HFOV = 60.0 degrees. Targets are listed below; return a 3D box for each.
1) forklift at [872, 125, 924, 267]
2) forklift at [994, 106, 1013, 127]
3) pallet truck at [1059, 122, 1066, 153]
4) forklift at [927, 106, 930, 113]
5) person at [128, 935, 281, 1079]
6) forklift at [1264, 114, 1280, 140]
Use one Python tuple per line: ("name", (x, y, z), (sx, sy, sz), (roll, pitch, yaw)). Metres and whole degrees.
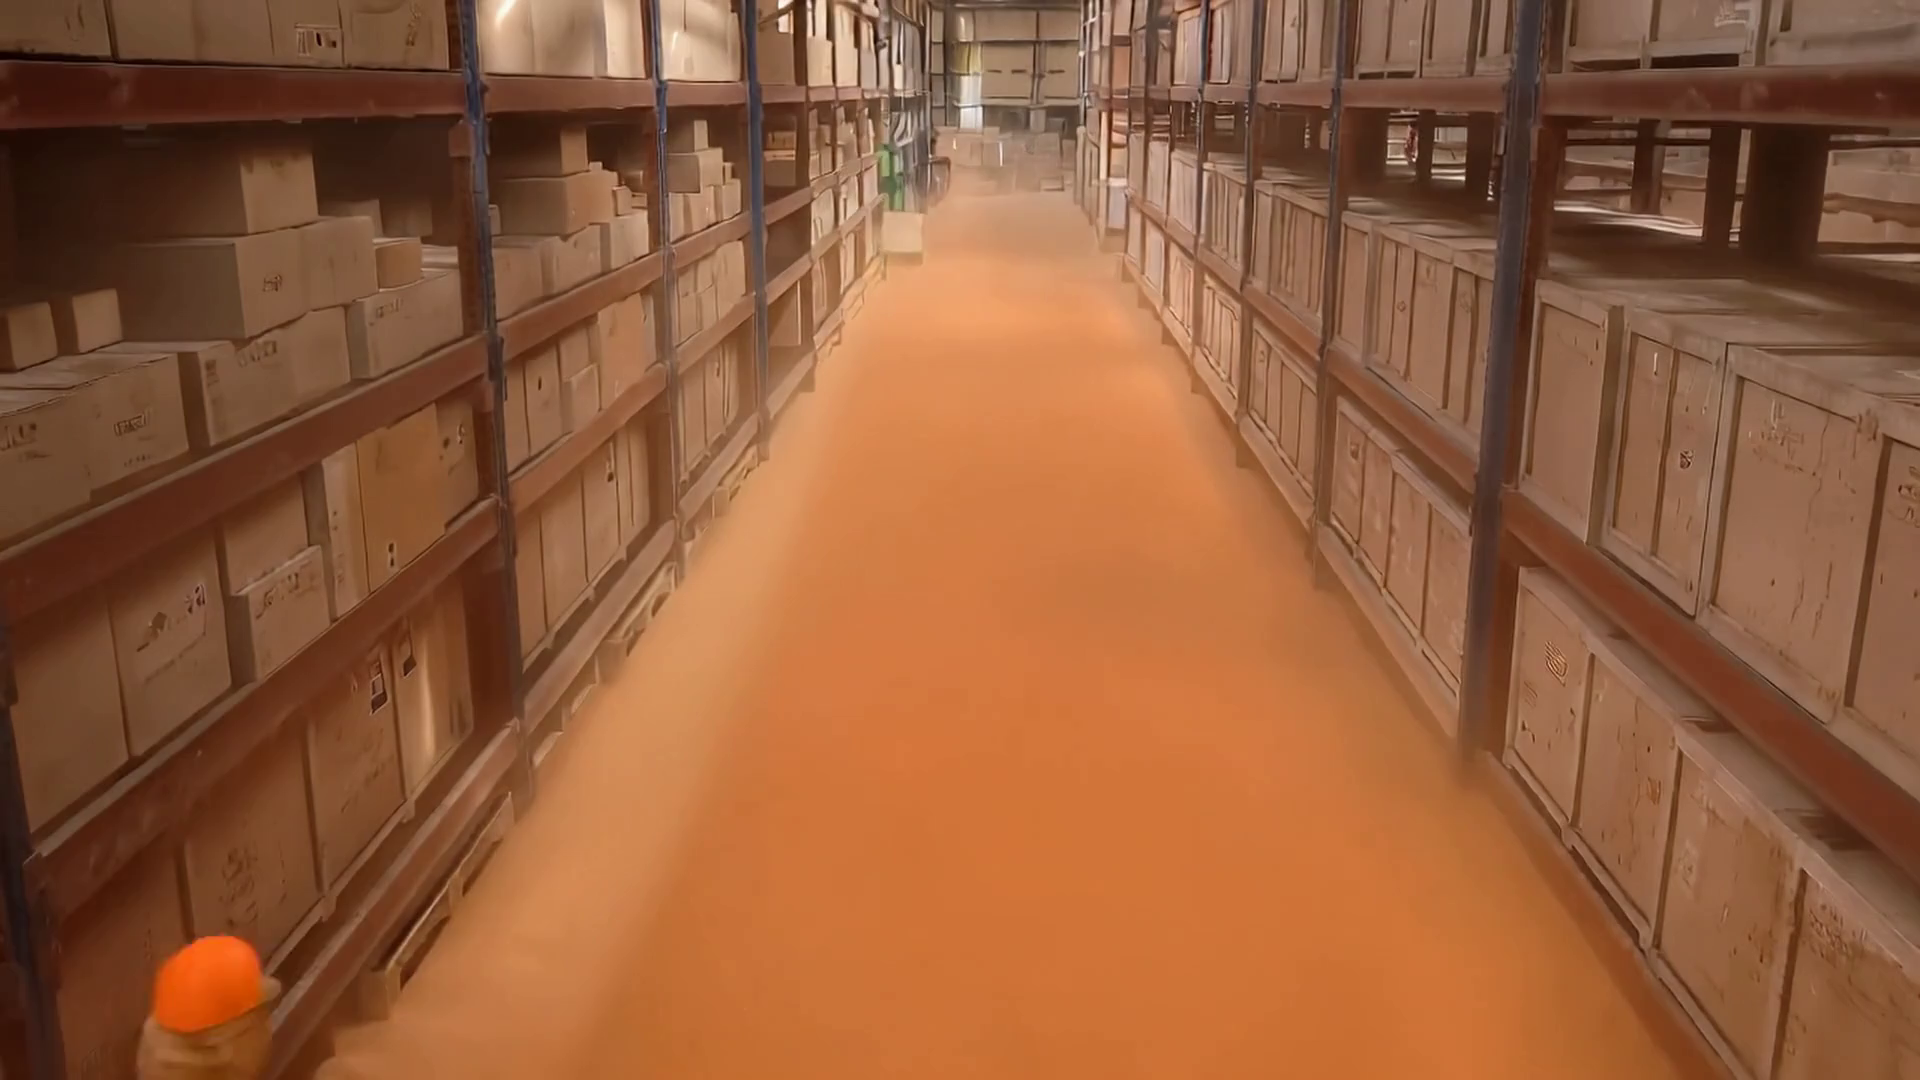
("forklift", (-1.704, -7.020, 33.910), (1.873, 2.768, 1.129), (0, 15, 2))
("forklift", (2.160, -20.364, 83.558), (1.129, 2.768, 1.873), (-7, 17, -25))
("pallet truck", (5.788, -21.111, 88.014), (1.885, 1.965, 0.823), (5, 16, 18))
("forklift", (-2.001, -20.667, 84.687), (1.129, 2.768, 1.873), (0, 15, 2))
("person", (-1.607, 1.679, 3.712), (0.514, 1.727, 0.377), (12, 19, 39))
("forklift", (11.026, -13.989, 59.839), (1.129, 2.768, 1.873), (0, 15, 2))
